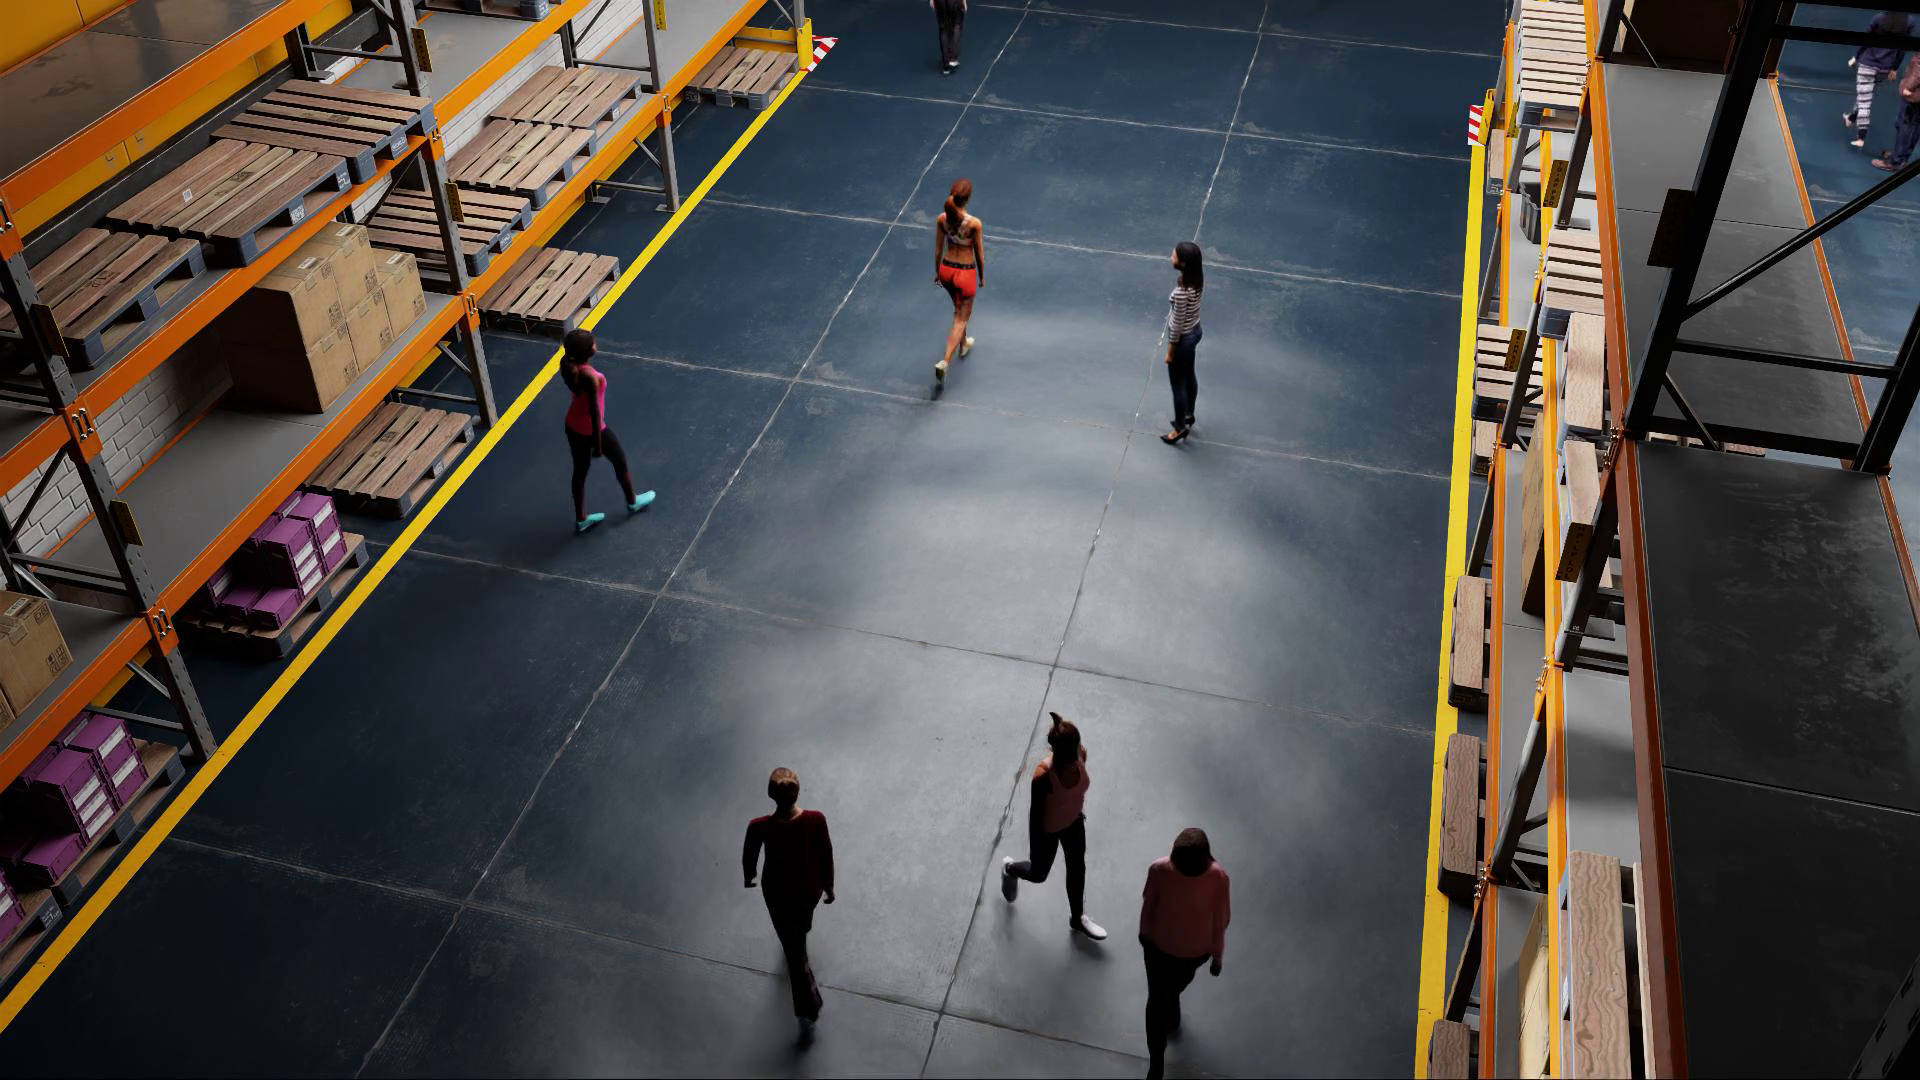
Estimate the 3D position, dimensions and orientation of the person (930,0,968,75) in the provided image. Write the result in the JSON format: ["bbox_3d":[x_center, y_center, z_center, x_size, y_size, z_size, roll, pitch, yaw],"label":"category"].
[{"bbox_3d":[-0.150,-6.251,19.293,0.649,1.741,0.665,4,39,5],"label":"person"}]

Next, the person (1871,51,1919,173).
[{"bbox_3d":[10.053,-4.760,17.342,0.821,1.846,0.934,-30,48,-32],"label":"person"}]

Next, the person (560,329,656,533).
[{"bbox_3d":[-2.870,-0.784,12.483,0.815,1.696,0.982,29,47,32],"label":"person"}]

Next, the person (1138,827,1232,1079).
[{"bbox_3d":[1.190,2.075,8.933,0.720,1.660,1.031,4,39,4],"label":"person"}]

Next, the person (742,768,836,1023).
[{"bbox_3d":[-0.898,1.946,9.100,0.977,1.653,1.184,-9,40,-11],"label":"person"}]

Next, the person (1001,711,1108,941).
[{"bbox_3d":[0.514,1.593,9.555,1.023,1.636,1.010,-28,46,-30],"label":"person"}]

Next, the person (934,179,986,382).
[{"bbox_3d":[-0.038,-2.187,14.190,0.713,1.759,1.131,15,41,18],"label":"person"}]

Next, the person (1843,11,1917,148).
[{"bbox_3d":[9.830,-5.049,17.829,0.747,1.690,1.142,3,39,4],"label":"person"}]

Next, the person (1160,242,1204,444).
[{"bbox_3d":[1.807,-1.592,13.418,0.670,1.792,0.521,16,41,19],"label":"person"}]
